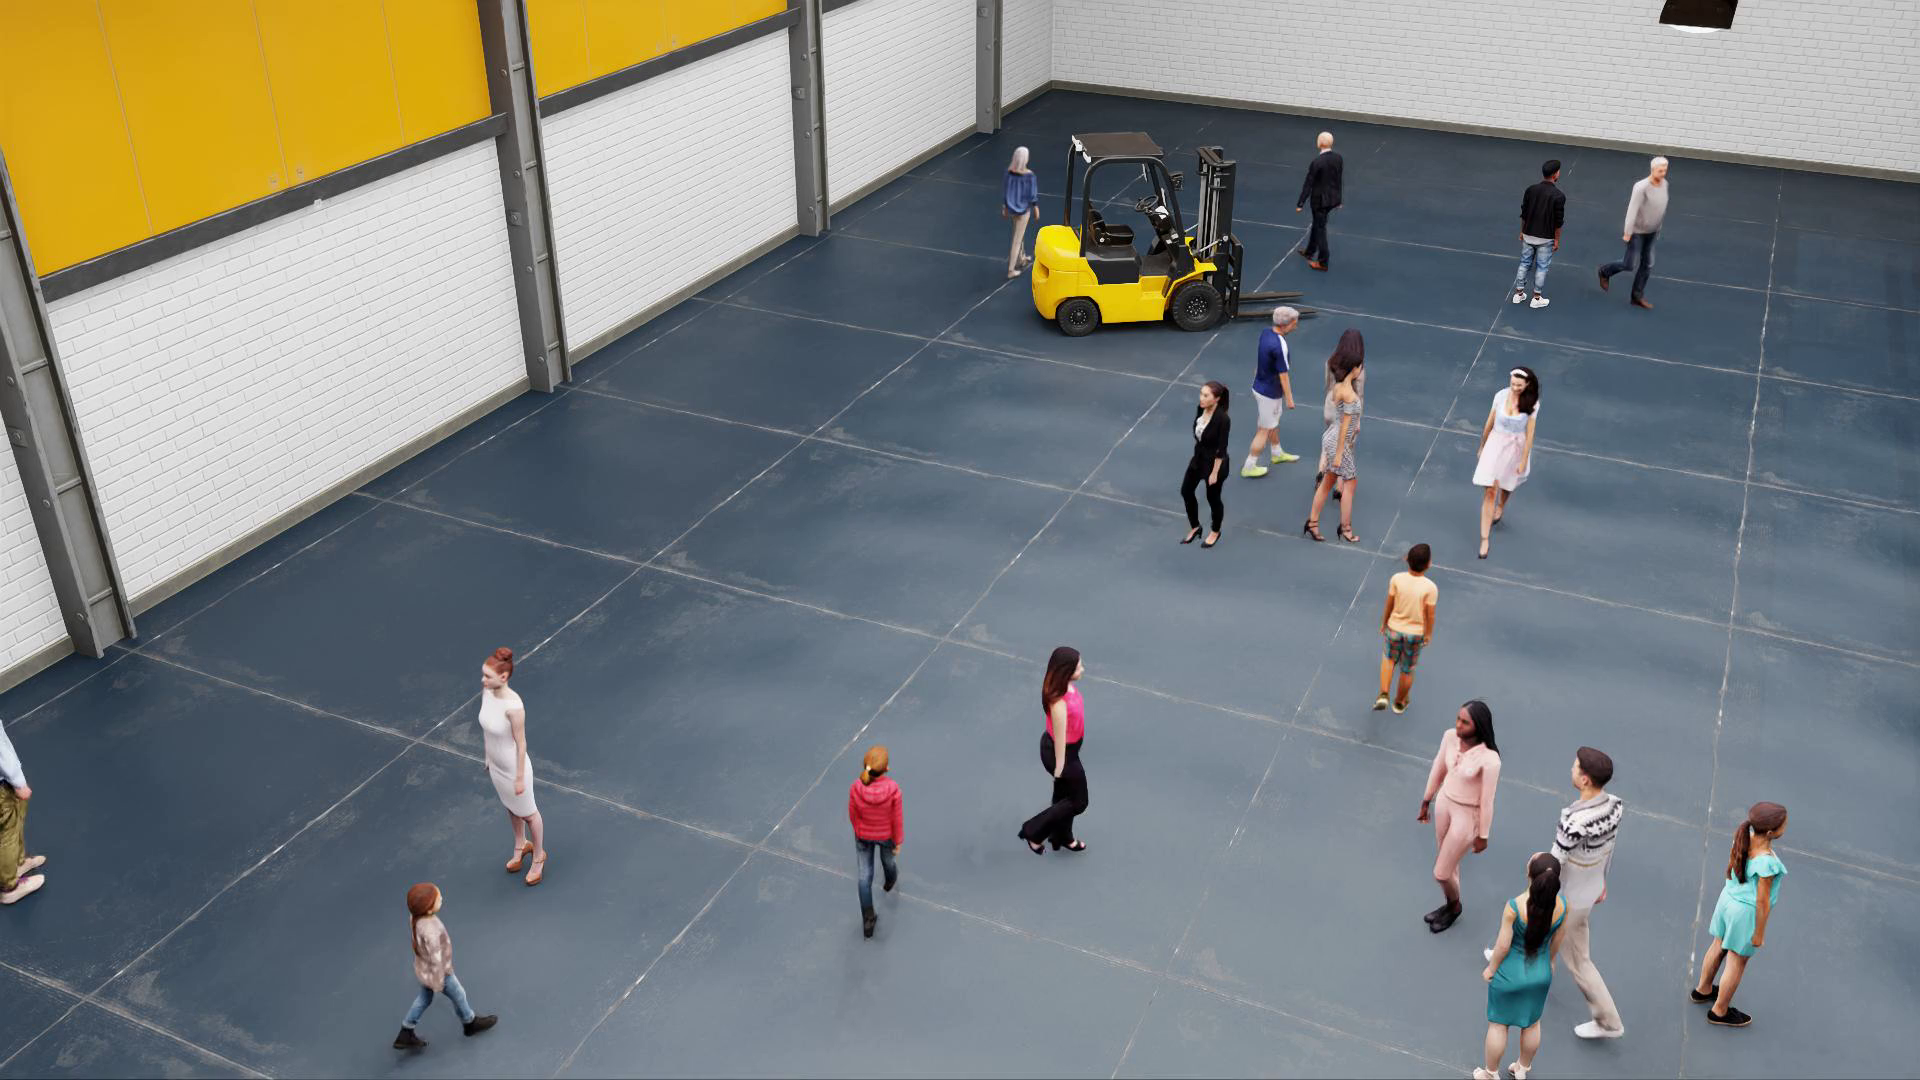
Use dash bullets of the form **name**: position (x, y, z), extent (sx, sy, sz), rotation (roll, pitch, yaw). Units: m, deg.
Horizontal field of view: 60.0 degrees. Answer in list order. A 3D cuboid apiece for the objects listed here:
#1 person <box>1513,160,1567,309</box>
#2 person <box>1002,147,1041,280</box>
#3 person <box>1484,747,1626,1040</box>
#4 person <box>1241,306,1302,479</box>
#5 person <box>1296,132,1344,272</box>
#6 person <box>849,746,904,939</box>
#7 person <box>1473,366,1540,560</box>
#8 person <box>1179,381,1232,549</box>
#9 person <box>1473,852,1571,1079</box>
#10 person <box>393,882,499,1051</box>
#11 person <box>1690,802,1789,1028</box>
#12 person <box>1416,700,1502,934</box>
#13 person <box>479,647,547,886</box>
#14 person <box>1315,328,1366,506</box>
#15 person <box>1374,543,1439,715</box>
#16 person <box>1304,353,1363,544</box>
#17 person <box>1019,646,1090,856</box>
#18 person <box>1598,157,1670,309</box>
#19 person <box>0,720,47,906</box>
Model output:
- **person**: position (7.123, -3.777, 20.461), extent (0.737, 1.811, 0.775), rotation (-24, 37, -37)
- **person**: position (0.706, -4.169, 21.322), extent (0.739, 1.675, 0.974), rotation (19, 34, 31)
- **person**: position (3.659, 2.088, 9.682), extent (0.981, 1.838, 1.219), rotation (24, 37, 37)
- **person**: position (2.935, -1.427, 16.171), extent (1.024, 1.794, 0.992), rotation (-6, 29, -11)
- **person**: position (4.759, -4.356, 21.556), extent (1.021, 1.778, 1.052), rotation (-17, 33, -29)
- **person**: position (-0.552, 1.925, 10.559), extent (0.719, 1.283, 0.951), rotation (2, 29, 3)
- **person**: position (4.941, -0.761, 15.008), extent (0.635, 1.738, 1.224), rotation (12, 31, 21)
- **person**: position (2.321, -0.689, 14.973), extent (0.785, 1.646, 0.740), rotation (-15, 32, -25)
- **person**: position (3.130, 2.406, 9.257), extent (0.627, 1.686, 0.648), rotation (-4, 29, -7)
- **person**: position (-3.102, 2.490, 9.633), extent (0.900, 1.178, 0.743), rotation (-19, 34, -31)
- **person**: position (4.617, 2.179, 9.806), extent (0.702, 1.558, 0.618), rotation (-3, 29, -6)
- **person**: position (3.211, 1.732, 10.471), extent (0.806, 1.707, 0.758), rotation (-13, 31, -22)
- **person**: position (-2.918, 1.477, 10.848), extent (0.615, 1.793, 0.564), rotation (23, 36, 36)
- **person**: position (3.548, -1.147, 15.727), extent (0.784, 1.727, 0.728), rotation (-21, 35, -33)
- **person**: position (3.364, 0.713, 12.604), extent (0.544, 1.454, 0.682), rotation (14, 31, 23)
- **person**: position (3.317, -0.813, 15.044), extent (0.869, 1.796, 0.808), rotation (3, 29, 6)
- **person**: position (0.610, 1.428, 11.088), extent (0.780, 1.651, 0.742), rotation (1, 29, 1)
- **person**: position (8.314, -3.809, 20.444), extent (1.126, 1.883, 1.134), rotation (-16, 33, -27)
- **person**: position (-6.309, 1.580, 10.656), extent (0.716, 1.797, 0.676), rotation (16, 32, 26)
